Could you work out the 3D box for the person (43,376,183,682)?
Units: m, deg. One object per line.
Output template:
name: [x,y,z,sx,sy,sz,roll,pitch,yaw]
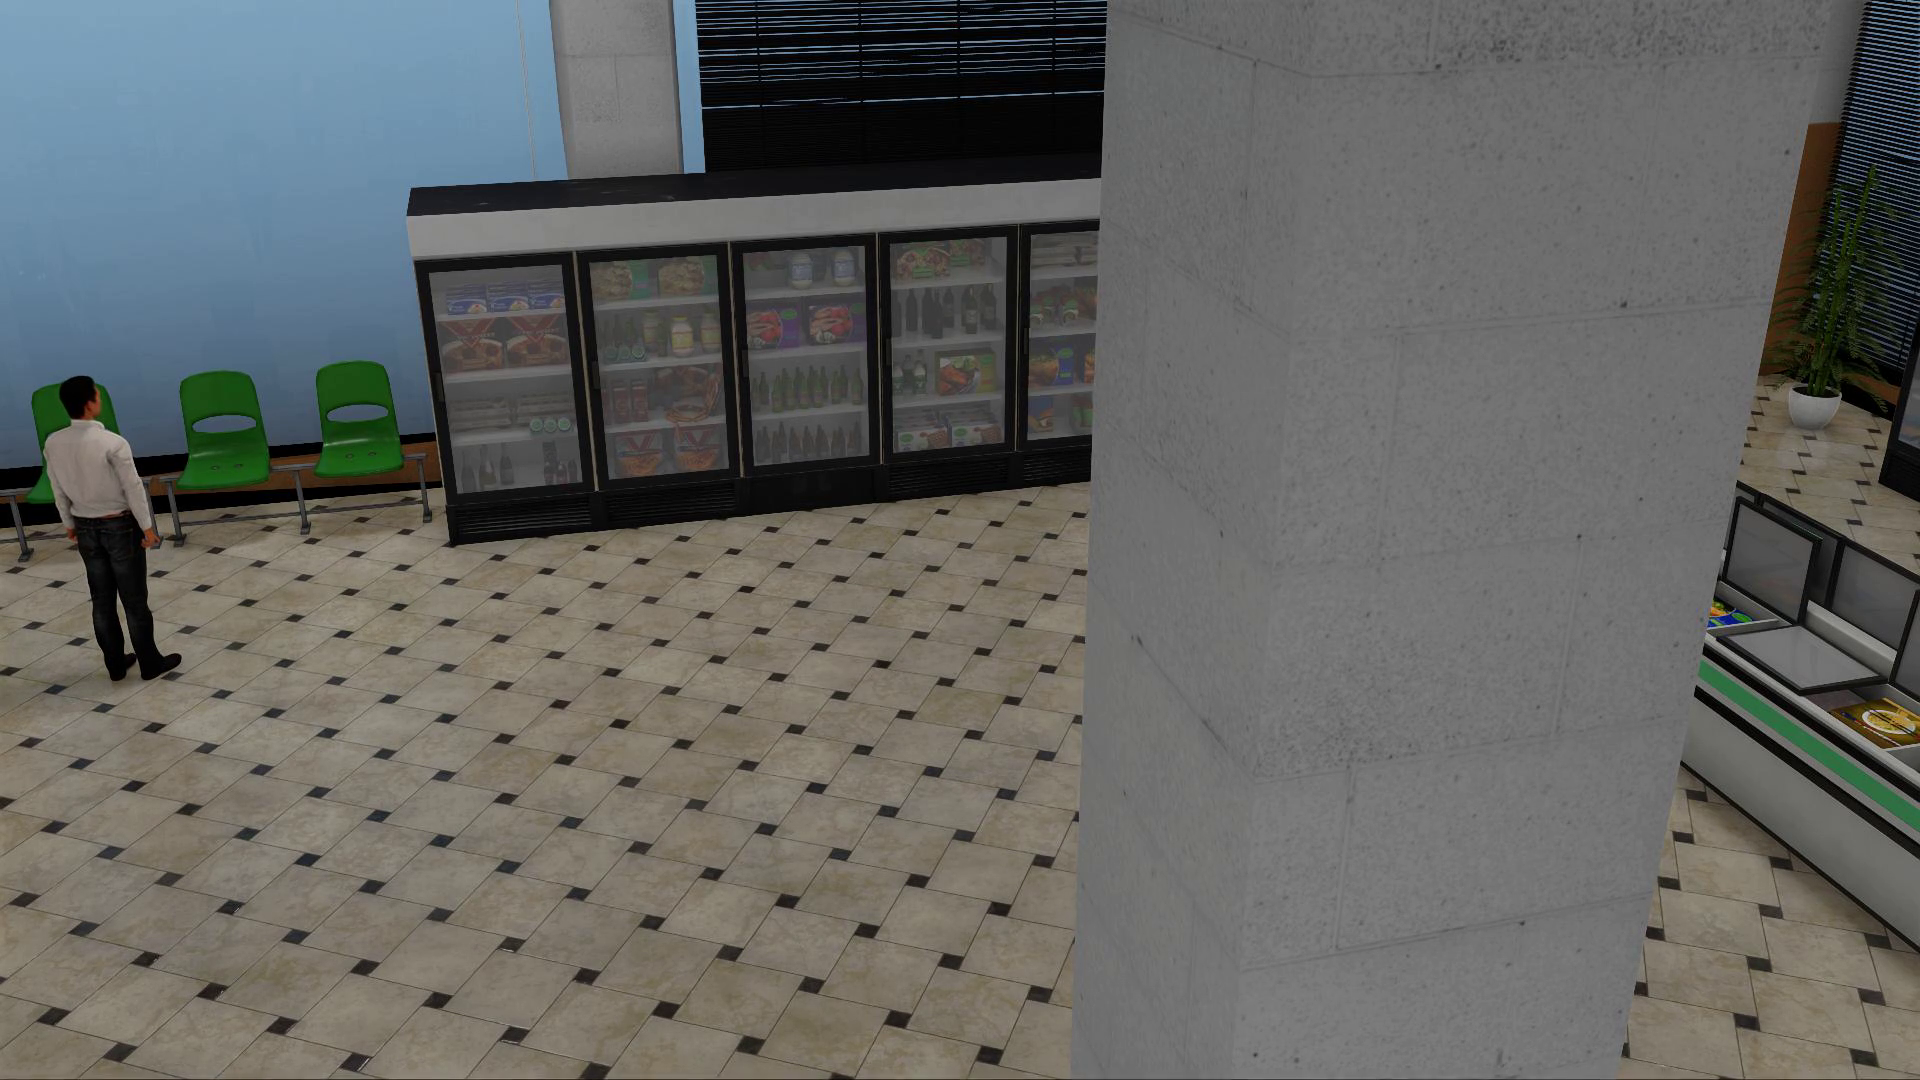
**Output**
person: [-4.862,-0.055,9.472,0.731,1.809,0.667,2,24,5]
